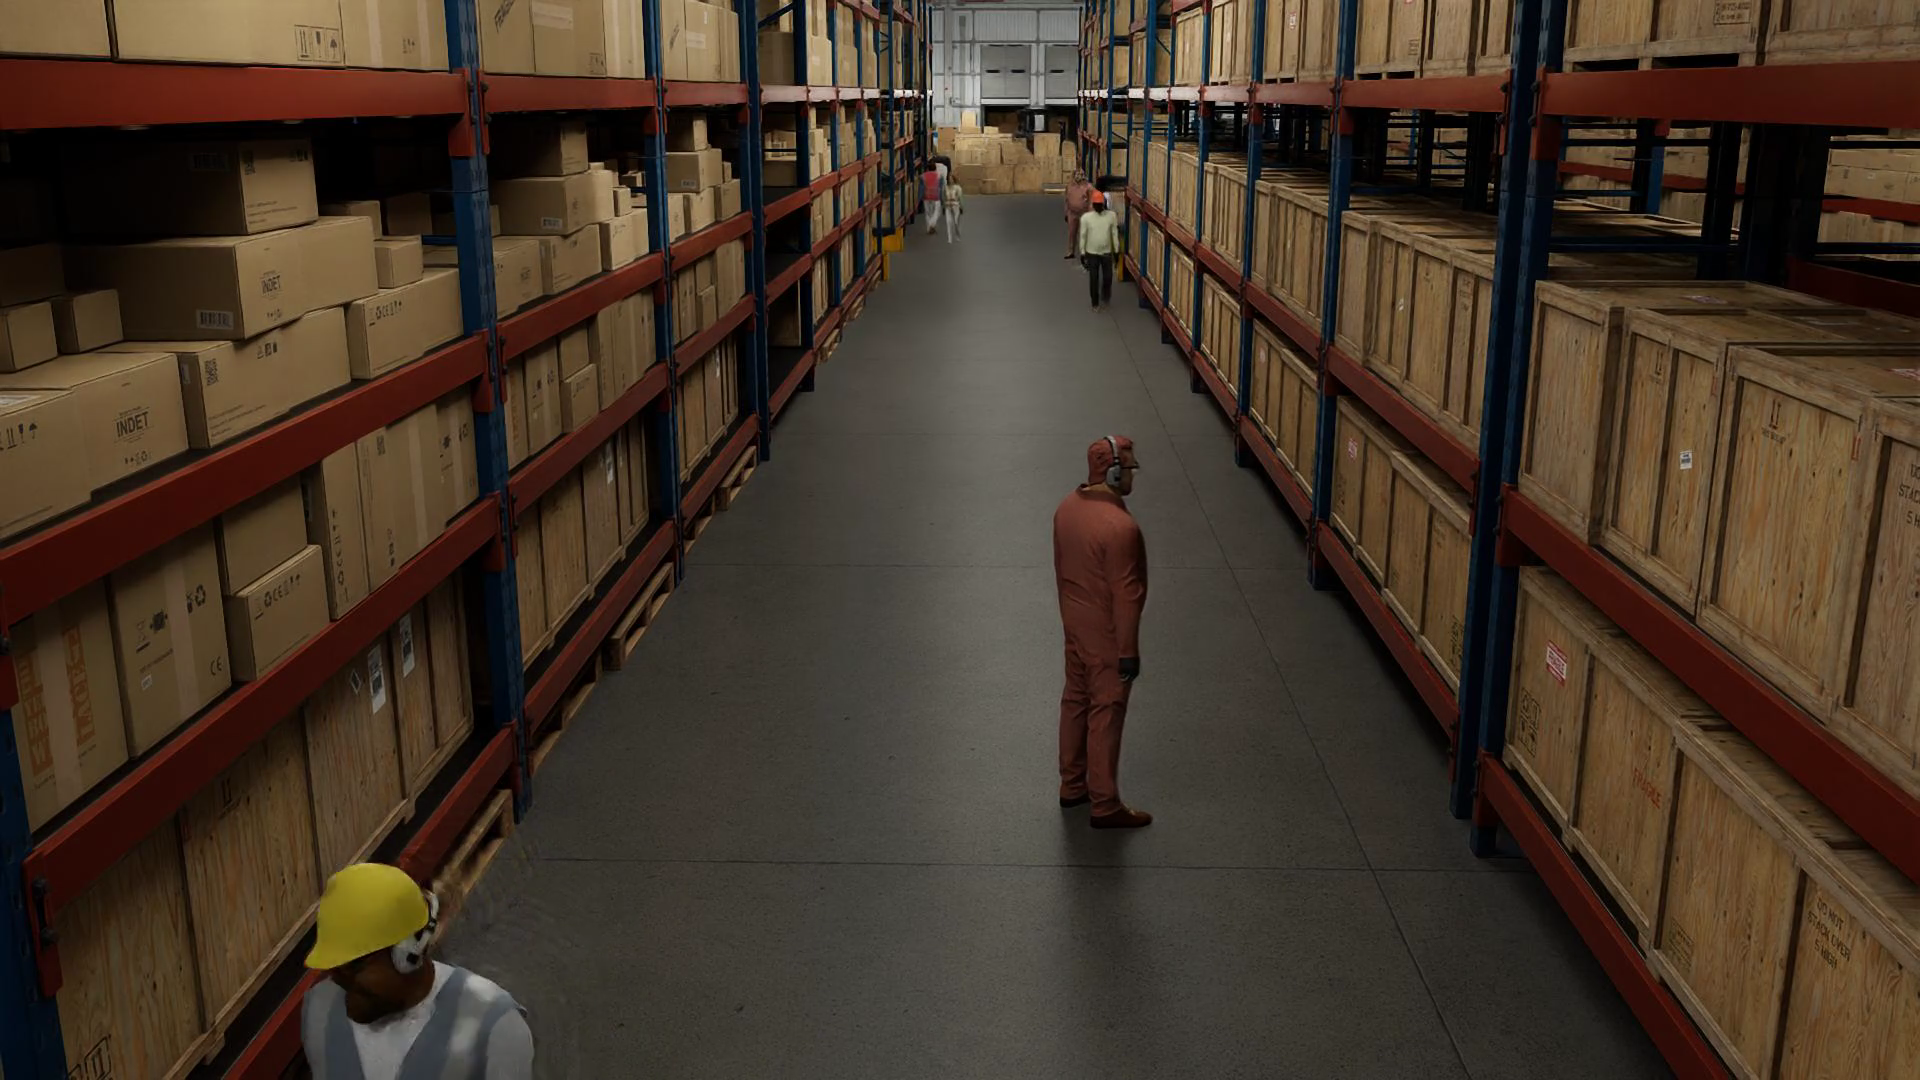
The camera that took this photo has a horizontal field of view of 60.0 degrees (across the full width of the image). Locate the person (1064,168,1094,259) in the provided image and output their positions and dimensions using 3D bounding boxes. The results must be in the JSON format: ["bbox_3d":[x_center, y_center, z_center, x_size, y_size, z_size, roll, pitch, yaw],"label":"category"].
[{"bbox_3d":[2.522,-6.967,35.552,0.641,1.913,0.407,7,17,25],"label":"person"}]

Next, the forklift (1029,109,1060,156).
[{"bbox_3d":[3.379,-16.885,70.616,1.129,2.768,1.873,11,19,35],"label":"forklift"}]

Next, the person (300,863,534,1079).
[{"bbox_3d":[-1.262,1.577,4.009,0.607,1.786,0.901,3,15,10],"label":"person"}]

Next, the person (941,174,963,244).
[{"bbox_3d":[-0.181,-7.840,39.342,0.526,1.620,0.554,3,15,11],"label":"person"}]

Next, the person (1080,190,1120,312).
[{"bbox_3d":[2.261,-4.629,26.770,0.675,1.953,0.543,0,15,-1],"label":"person"}]

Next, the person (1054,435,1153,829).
[{"bbox_3d":[0.703,0.436,8.018,0.399,1.908,0.643,-7,16,-23],"label":"person"}]

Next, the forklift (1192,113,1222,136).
[{"bbox_3d":[8.063,-12.606,54.695,1.129,2.768,1.873,0,15,2],"label":"forklift"}]

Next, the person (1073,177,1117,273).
[{"bbox_3d":[2.752,-6.189,32.736,0.984,1.865,0.624,4,16,14],"label":"person"}]

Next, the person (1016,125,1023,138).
[{"bbox_3d":[2.948,-19.768,83.127,0.356,1.938,0.633,-1,15,-5],"label":"person"}]

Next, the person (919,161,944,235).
[{"bbox_3d":[-0.699,-8.537,41.580,0.670,1.814,0.448,3,15,13],"label":"person"}]

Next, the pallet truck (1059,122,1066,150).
[{"bbox_3d":[5.788,-21.111,88.014,1.885,1.965,0.823,5,16,18],"label":"pallet truck"}]
